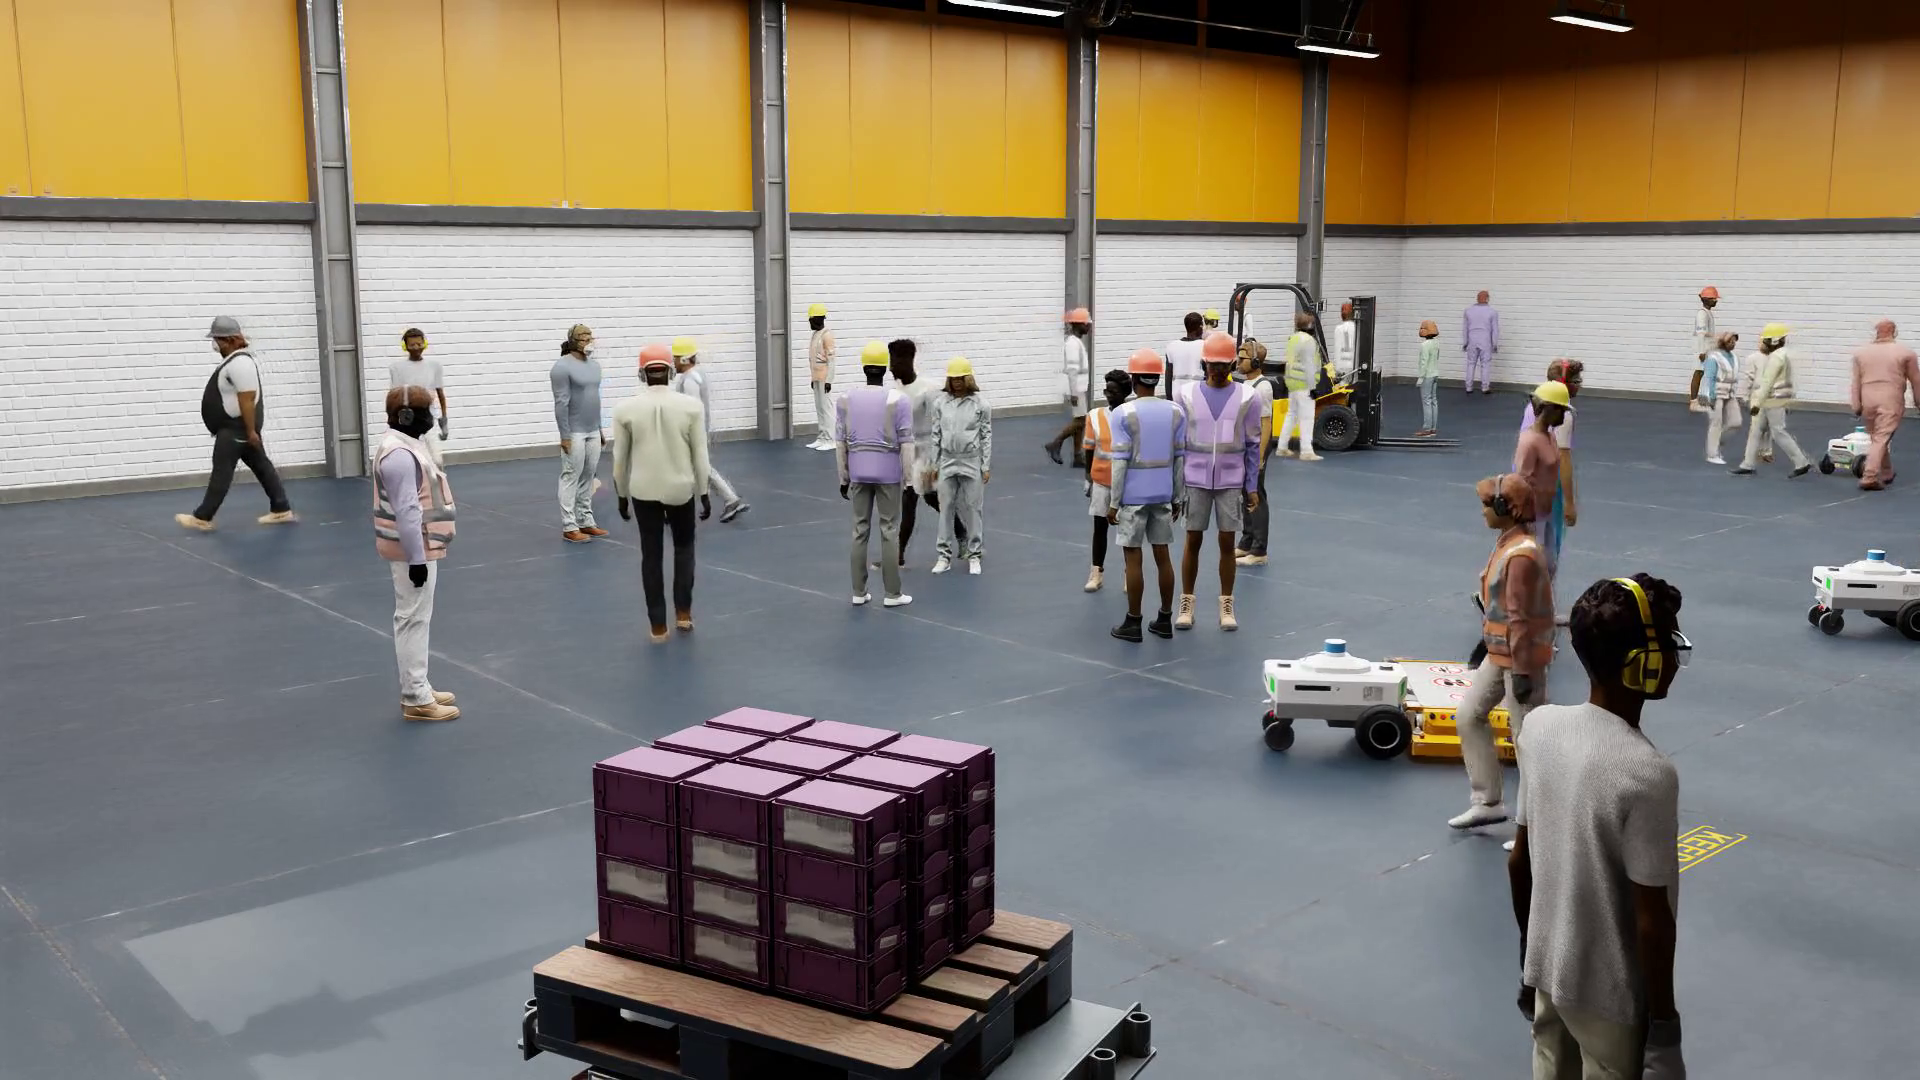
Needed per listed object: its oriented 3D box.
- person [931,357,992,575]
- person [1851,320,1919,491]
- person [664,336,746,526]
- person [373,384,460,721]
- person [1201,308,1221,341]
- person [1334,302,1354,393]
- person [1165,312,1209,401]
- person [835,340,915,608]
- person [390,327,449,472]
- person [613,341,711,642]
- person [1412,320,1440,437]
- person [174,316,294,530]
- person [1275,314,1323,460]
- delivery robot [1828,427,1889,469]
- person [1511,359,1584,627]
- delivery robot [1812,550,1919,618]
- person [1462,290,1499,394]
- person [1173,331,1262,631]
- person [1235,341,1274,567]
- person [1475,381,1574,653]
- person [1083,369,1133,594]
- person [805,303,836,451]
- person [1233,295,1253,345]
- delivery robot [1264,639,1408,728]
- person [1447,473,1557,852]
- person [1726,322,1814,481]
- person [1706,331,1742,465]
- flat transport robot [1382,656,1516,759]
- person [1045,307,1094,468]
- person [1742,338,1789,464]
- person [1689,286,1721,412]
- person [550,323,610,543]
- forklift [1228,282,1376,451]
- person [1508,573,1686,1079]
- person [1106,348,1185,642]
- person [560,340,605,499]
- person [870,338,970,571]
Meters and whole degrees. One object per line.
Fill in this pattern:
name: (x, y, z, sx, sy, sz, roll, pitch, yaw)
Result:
person: (0.006, -0.586, 13.243, 0.488, 1.743, 0.319, 2, 10, 11)
person: (10.124, -1.478, 18.179, 1.021, 1.833, 0.652, -7, 12, -34)
person: (-2.463, -1.015, 15.628, 0.863, 1.797, 0.617, 0, 10, -2)
person: (-2.983, 0.066, 9.138, 0.429, 1.844, 0.627, -3, 10, -18)
person: (3.680, -2.526, 24.543, 0.330, 1.764, 0.533, -2, 10, -13)
person: (5.761, -2.572, 24.516, 0.582, 1.860, 0.696, -4, 11, -25)
person: (2.547, -1.556, 18.417, 0.590, 1.916, 0.399, 6, 11, 30)
person: (-0.603, -0.470, 12.014, 0.594, 1.929, 0.354, 3, 10, 19)
person: (-5.236, -1.135, 16.139, 0.528, 1.851, 0.485, -4, 10, -20)
person: (-1.983, -0.333, 11.091, 0.644, 1.964, 0.712, -1, 10, -7)
person: (6.584, -2.273, 23.432, 0.278, 1.634, 0.498, 8, 12, 38)
person: (-6.792, -1.124, 15.519, 1.030, 2.000, 0.691, -4, 10, -21)
person: (4.276, -1.902, 20.819, 0.467, 1.827, 0.686, -2, 10, -12)
delivery robot: (10.405, -1.065, 19.247, 0.707, 0.478, 0.477, -5, 11, -27)
person: (4.015, -0.319, 11.442, 0.405, 1.835, 0.638, -1, 10, -5)
delivery robot: (6.146, 0.310, 11.192, 0.707, 0.478, 0.477, 2, 10, 11)
person: (9.590, -3.637, 30.627, 0.651, 1.905, 0.403, 7, 12, 34)
person: (1.723, -0.393, 11.247, 0.605, 2.039, 0.398, 2, 10, 9)
person: (2.383, -0.708, 13.653, 0.336, 1.845, 0.514, -2, 10, -10)
person: (3.672, -0.167, 10.794, 0.527, 1.740, 0.554, 7, 12, 35)
person: (1.182, -0.440, 12.509, 0.536, 1.699, 0.322, 3, 10, 16)
person: (-1.827, -2.132, 21.752, 0.385, 1.925, 0.592, -4, 11, -25)
person: (4.742, -3.213, 28.206, 0.342, 1.882, 0.587, -4, 10, -21)
delivery robot: (1.930, 0.755, 8.589, 0.707, 0.478, 0.477, 1, 10, 7)
person: (2.361, 0.518, 7.136, 0.540, 1.611, 0.535, 2, 10, 13)
person: (9.269, -1.567, 18.852, 0.876, 1.796, 0.591, 5, 11, 28)
person: (9.303, -1.728, 20.253, 0.539, 1.625, 0.379, -5, 11, -26)
flat transport robot: (2.680, 0.880, 8.961, 0.652, 0.197, 1.431, 1, 10, 7)
person: (1.359, -1.801, 19.815, 0.523, 1.927, 0.560, 2, 10, 13)
person: (9.836, -1.718, 20.284, 0.550, 1.604, 0.602, 2, 10, 9)
person: (12.149, -3.110, 27.142, 0.390, 2.045, 0.607, 6, 11, 30)
person: (-3.373, -0.951, 14.807, 0.373, 1.941, 0.627, 4, 10, 22)
forklift: (4.328, -2.346, 22.227, 2.313, 2.155, 1.214, 3, 10, 16)
person: (1.395, 0.998, 3.627, 0.328, 1.862, 0.518, -3, 10, -16)
person: (1.207, -0.296, 10.977, 0.551, 1.934, 0.372, -4, 11, -24)
person: (-3.920, -1.199, 17.017, 0.378, 1.687, 0.534, -1, 10, -4)
person: (-0.264, -0.717, 13.628, 1.040, 1.893, 0.620, -6, 12, -33)
